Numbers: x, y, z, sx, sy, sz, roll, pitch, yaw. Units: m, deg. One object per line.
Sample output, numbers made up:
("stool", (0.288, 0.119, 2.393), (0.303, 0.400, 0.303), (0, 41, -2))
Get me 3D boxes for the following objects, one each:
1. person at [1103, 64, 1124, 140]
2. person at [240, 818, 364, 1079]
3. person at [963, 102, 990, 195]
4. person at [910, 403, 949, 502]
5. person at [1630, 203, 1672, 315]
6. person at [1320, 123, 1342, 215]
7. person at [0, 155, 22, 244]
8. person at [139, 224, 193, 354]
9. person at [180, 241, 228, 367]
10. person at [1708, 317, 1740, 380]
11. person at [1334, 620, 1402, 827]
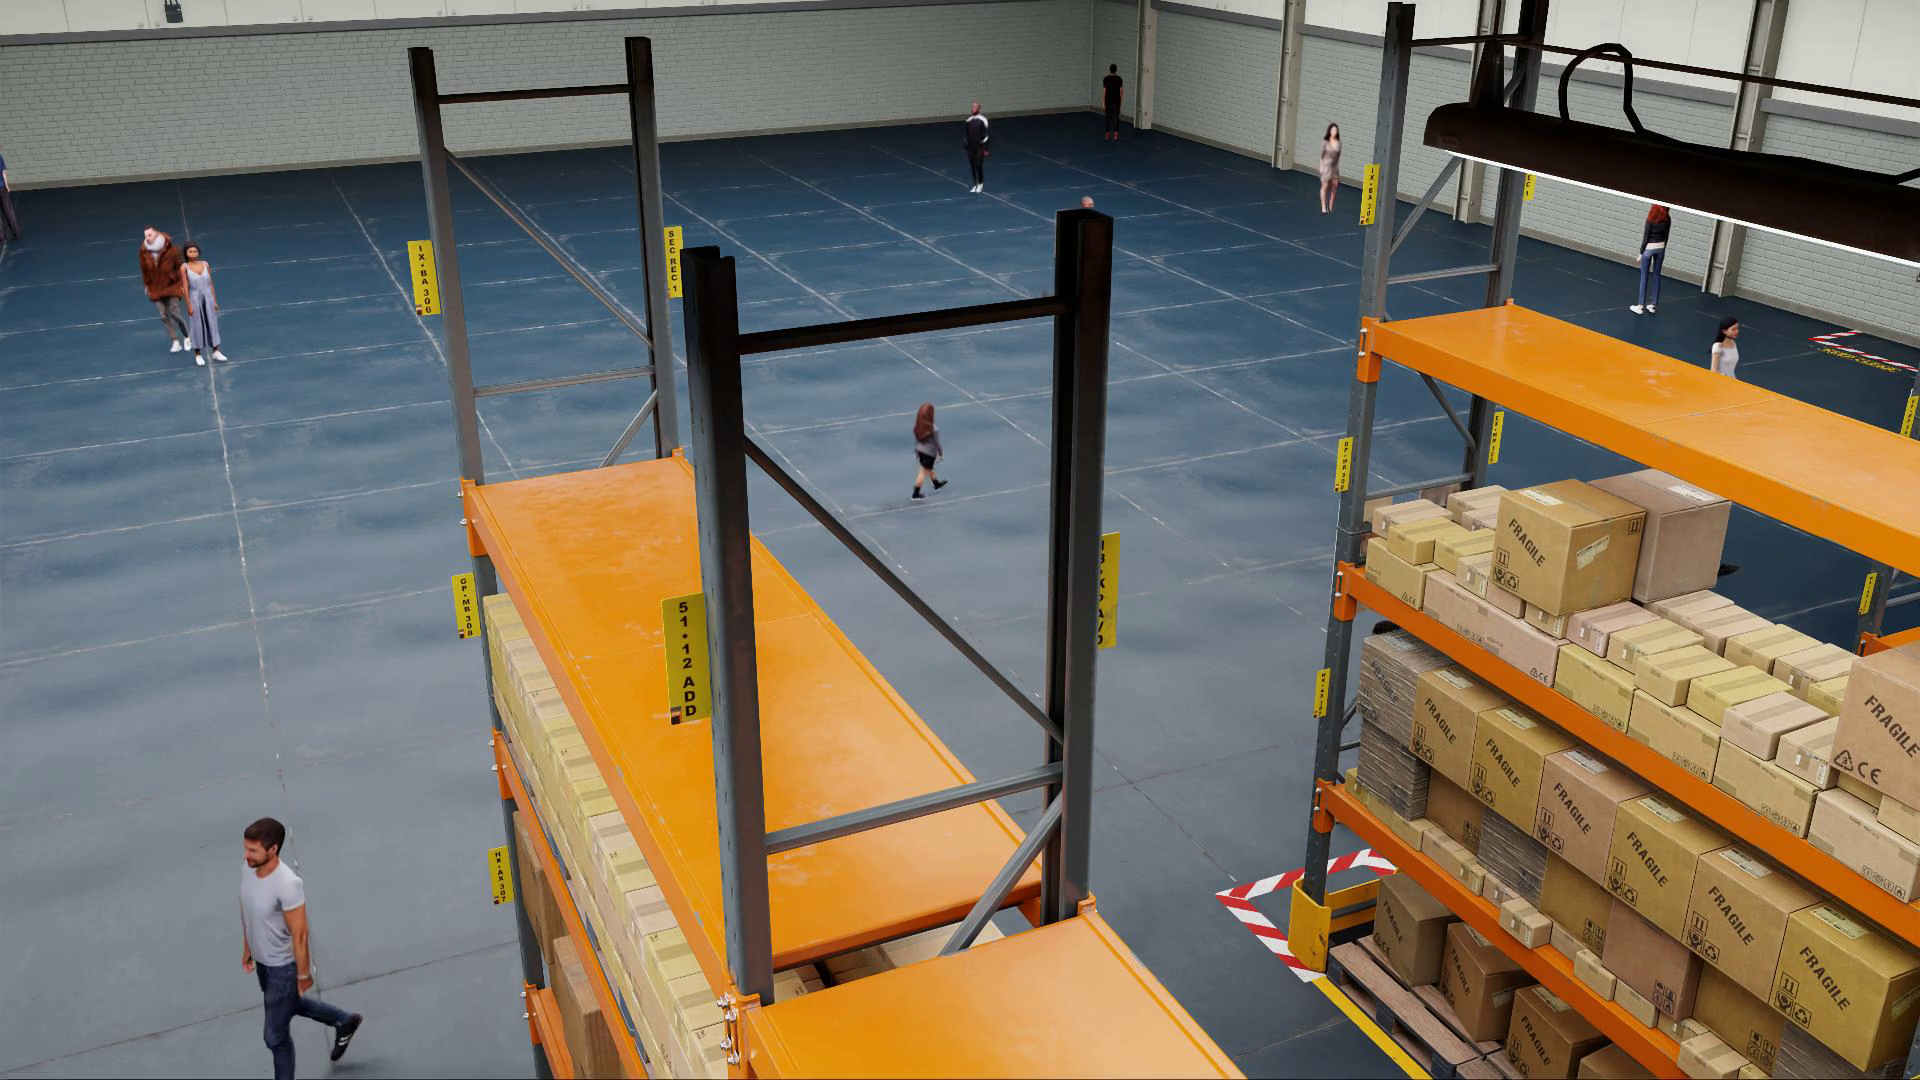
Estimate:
("person", (3.662, -10.513, 39.874), (0.743, 1.764, 0.779), (4, 23, 9))
("person", (-3.822, 2.364, 9.493), (1.111, 1.842, 0.990), (19, 29, 37))
("person", (0.389, -8.017, 33.940), (0.757, 1.815, 0.856), (14, 27, 29))
("person", (-0.398, -0.950, 18.264), (0.681, 1.076, 0.795), (-20, 30, -39))
("person", (10.569, -4.352, 25.358), (0.639, 1.786, 0.638), (-3, 23, -6))
("person", (7.063, -7.131, 31.962), (0.675, 1.733, 0.695), (-4, 23, -9))
("person", (-17.275, -6.285, 29.796), (0.719, 1.870, 0.744), (17, 28, 35))
("person", (-11.176, -3.551, 23.431), (0.809, 1.822, 0.812), (-4, 23, -9))
("person", (-10.479, -3.282, 22.956), (0.628, 1.697, 0.647), (20, 30, 38))
("person", (8.710, -1.701, 19.139), (0.712, 1.774, 0.714), (-18, 29, -36))
("person", (3.149, 1.349, 12.124), (0.848, 1.652, 0.765), (-13, 26, -27))
